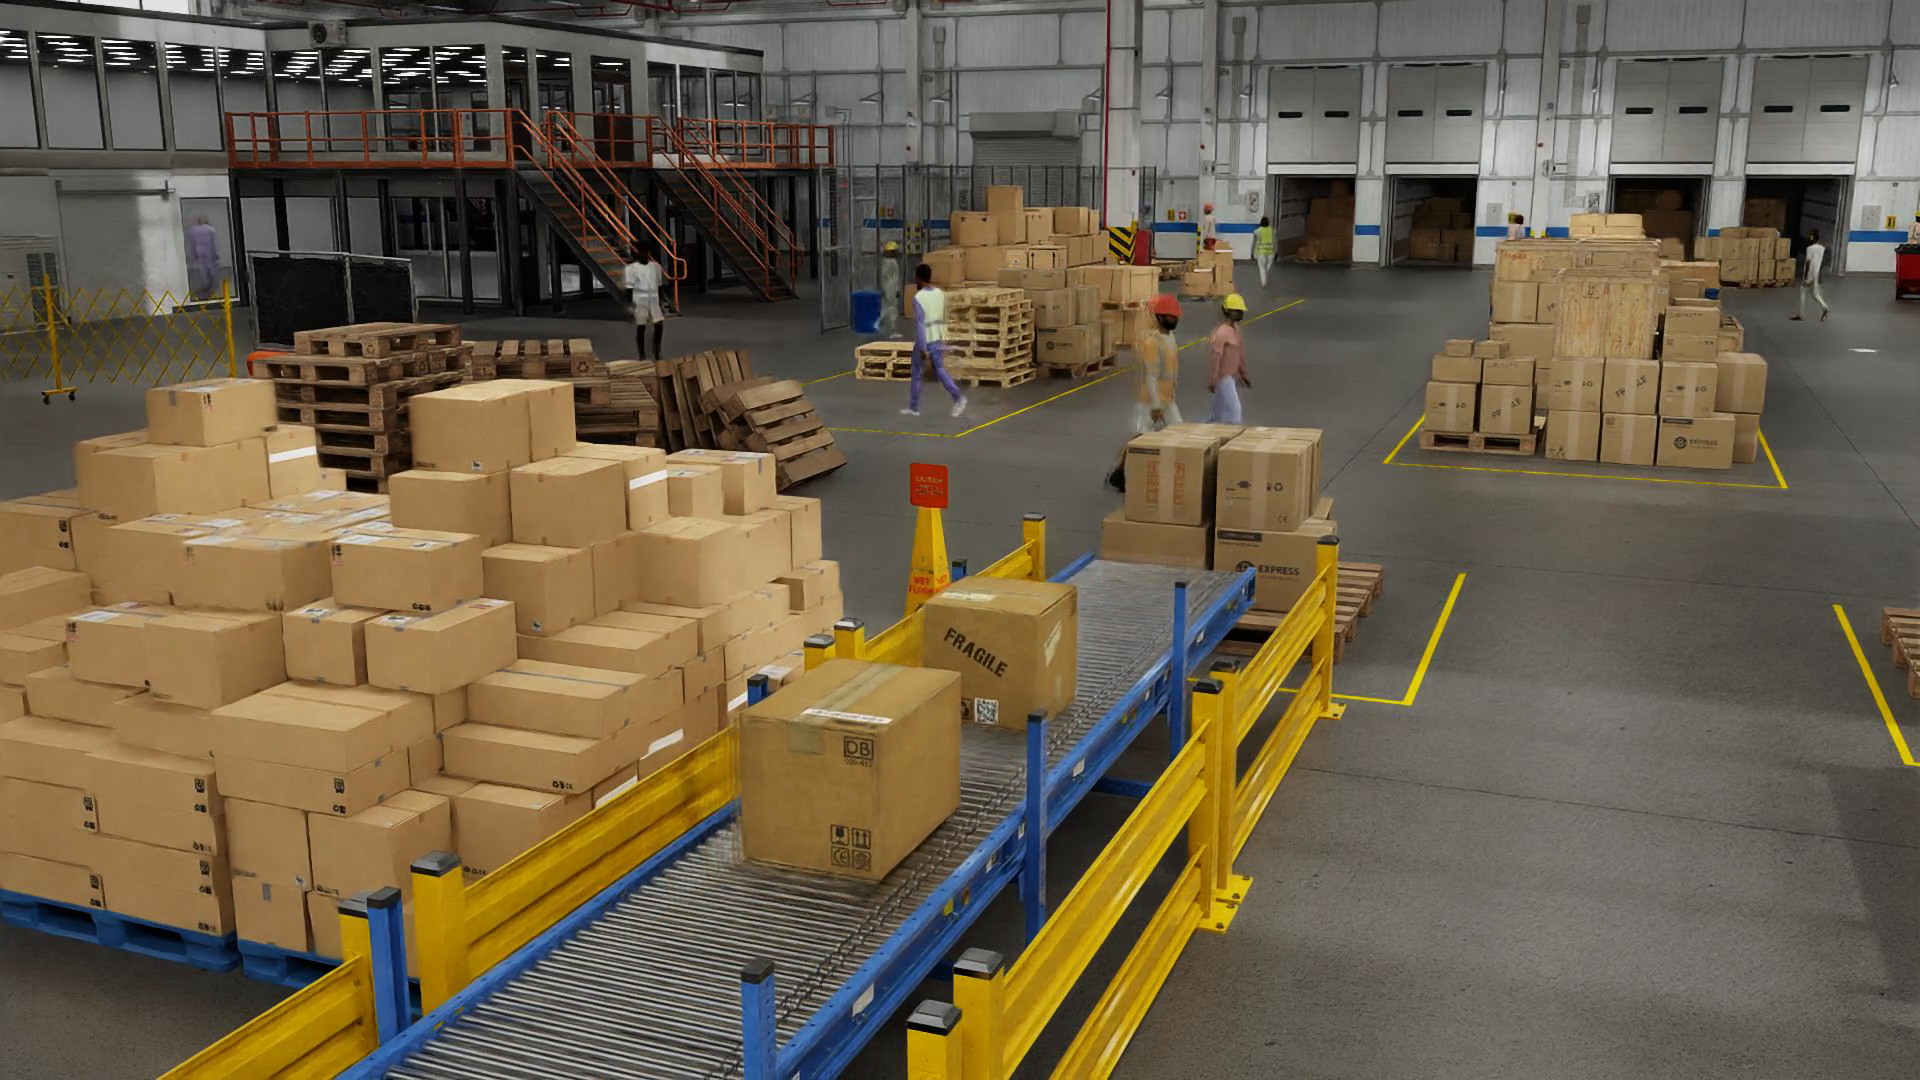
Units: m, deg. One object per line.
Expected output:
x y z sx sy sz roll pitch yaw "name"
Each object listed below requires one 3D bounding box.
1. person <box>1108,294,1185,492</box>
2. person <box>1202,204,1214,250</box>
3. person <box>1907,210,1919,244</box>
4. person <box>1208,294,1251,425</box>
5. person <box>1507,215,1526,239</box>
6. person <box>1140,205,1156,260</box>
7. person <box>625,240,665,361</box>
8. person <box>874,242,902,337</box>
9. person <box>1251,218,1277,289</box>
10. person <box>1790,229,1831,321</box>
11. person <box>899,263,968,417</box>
1.810 -1.330 15.399 0.978 1.895 0.561 9 15 34 "person"
7.668 -9.246 50.730 0.718 1.967 0.635 6 14 25 "person"
25.851 -7.947 44.992 0.379 1.922 0.594 1 13 6 "person"
2.854 -1.669 17.240 0.723 1.740 0.532 6 14 26 "person"
15.103 -7.939 45.238 0.911 1.814 0.626 -4 13 -15 "person"
5.932 -9.501 52.011 0.948 1.905 0.616 2 13 9 "person"
-4.794 -3.632 25.586 0.651 1.938 0.737 -8 15 -31 "person"
-1.270 -4.518 30.068 0.424 1.733 0.490 -6 14 -24 "person"
7.758 -7.328 42.530 0.642 1.789 0.969 -1 13 -5 "person"
17.039 -5.266 33.166 0.514 1.845 0.764 -5 14 -23 "person"
-0.332 -2.440 20.405 0.885 1.891 0.593 10 16 37 "person"
